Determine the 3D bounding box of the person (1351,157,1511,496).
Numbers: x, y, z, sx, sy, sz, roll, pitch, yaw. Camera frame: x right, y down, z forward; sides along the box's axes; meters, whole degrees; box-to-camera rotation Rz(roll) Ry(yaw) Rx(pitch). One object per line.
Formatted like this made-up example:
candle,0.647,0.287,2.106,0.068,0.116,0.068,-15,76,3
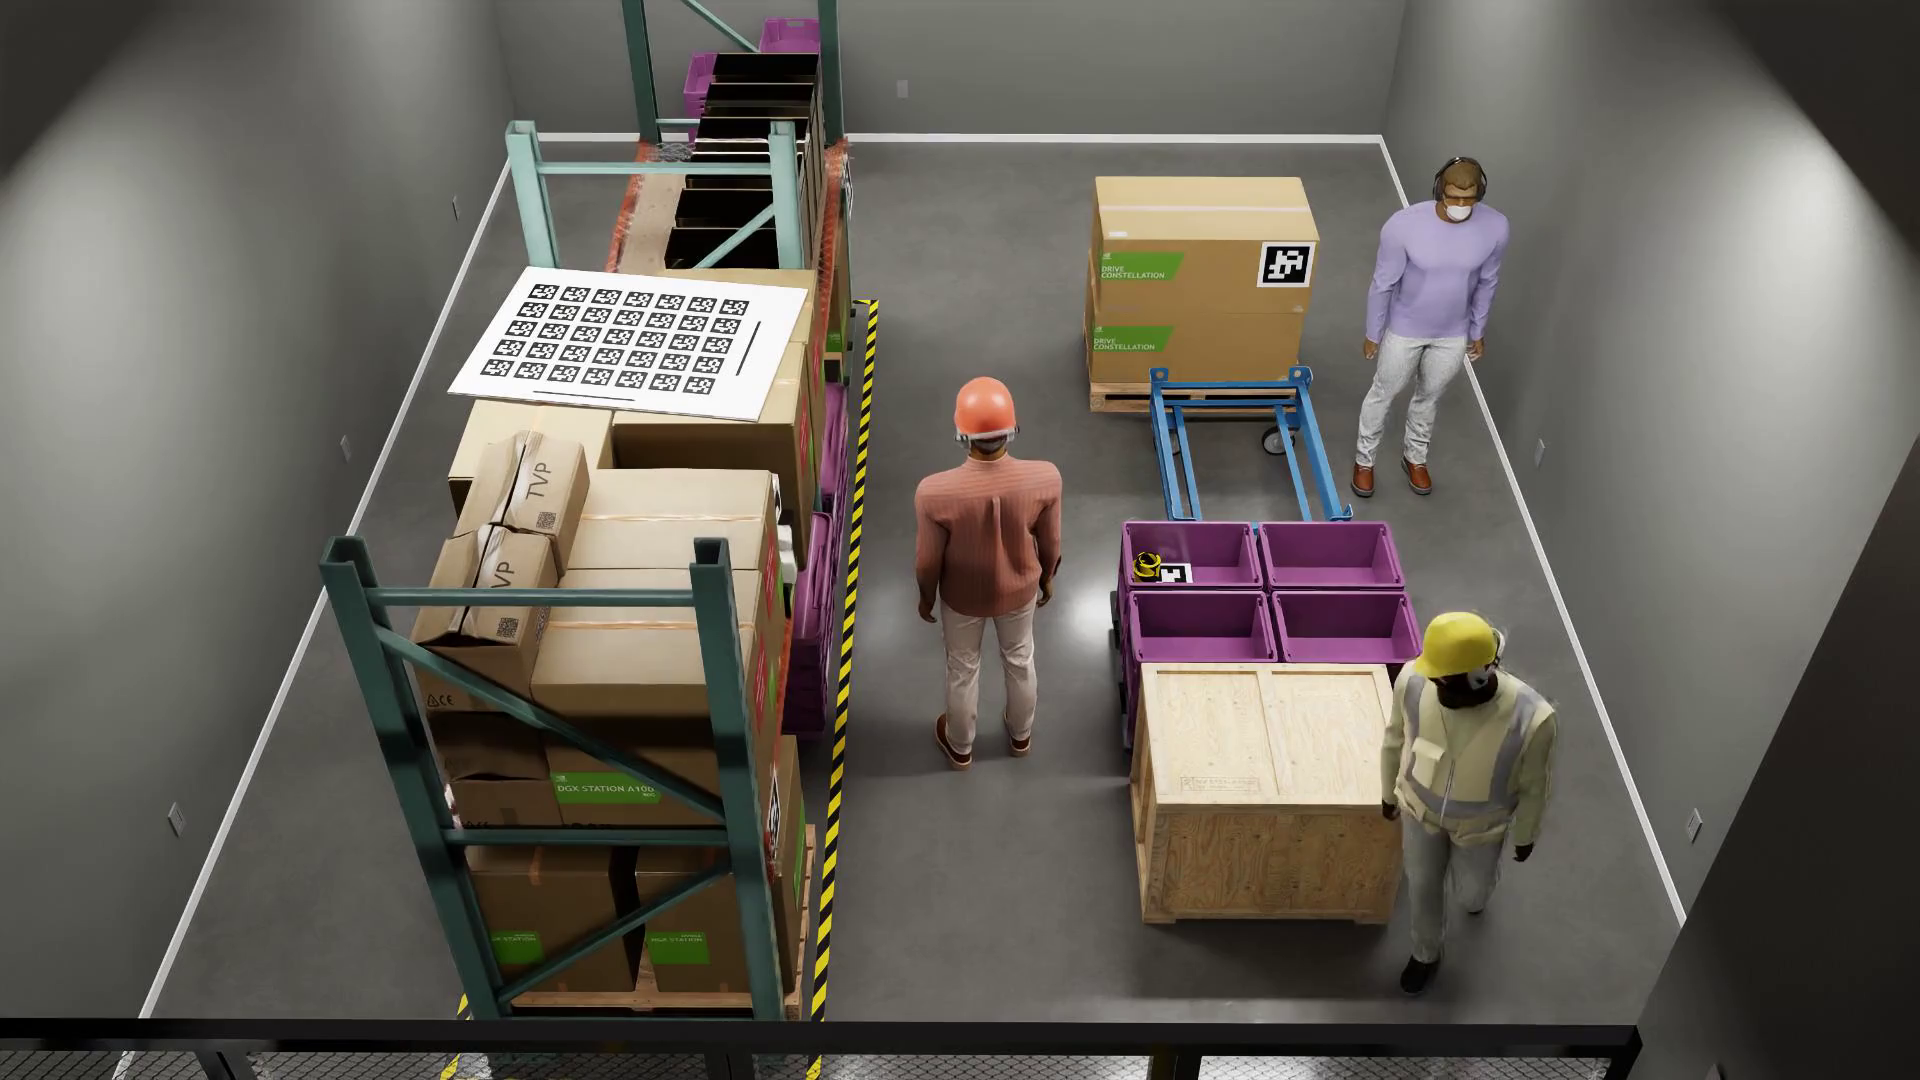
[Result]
person,2.328,-1.052,8.313,0.635,1.937,0.355,-2,41,-2

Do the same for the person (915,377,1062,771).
person,0.111,0.174,6.874,0.612,1.994,0.382,-10,42,-11

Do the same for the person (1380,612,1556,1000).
person,1.842,0.939,6.158,0.634,1.787,0.571,21,45,22
